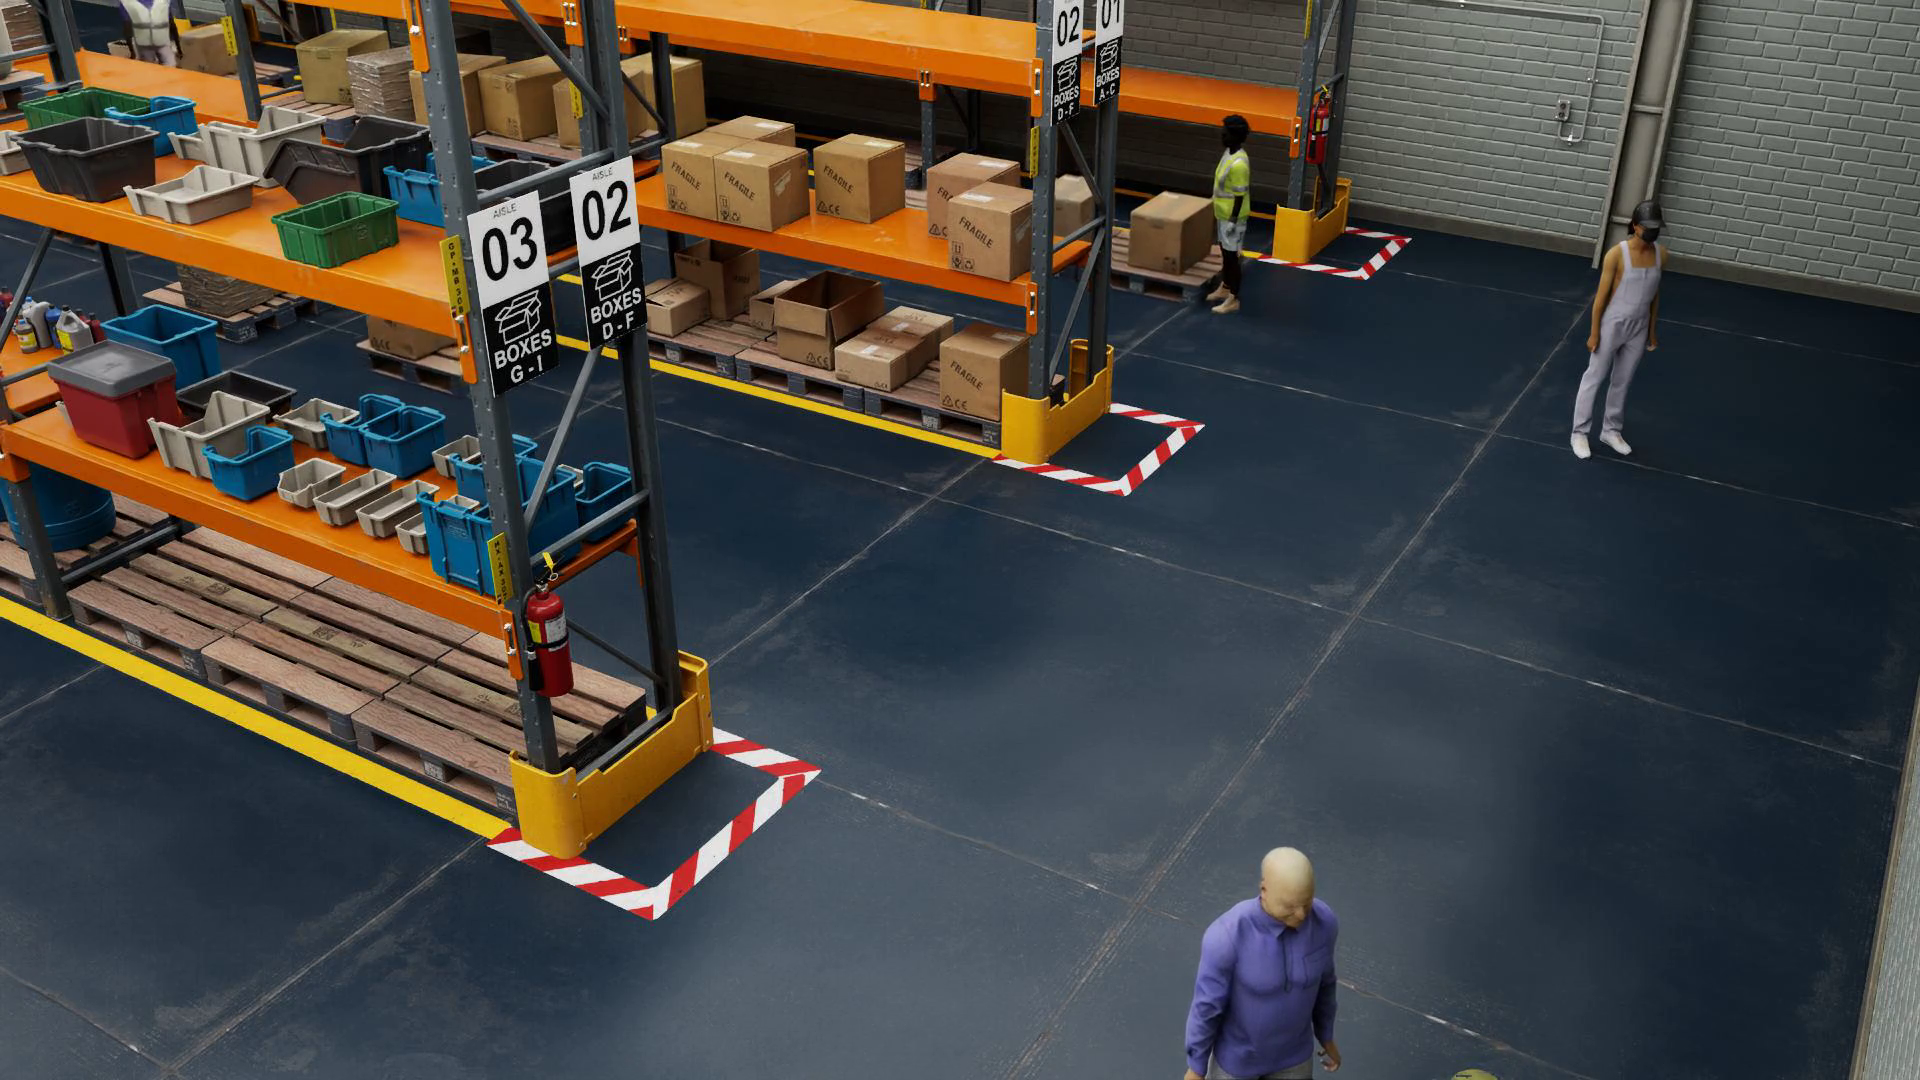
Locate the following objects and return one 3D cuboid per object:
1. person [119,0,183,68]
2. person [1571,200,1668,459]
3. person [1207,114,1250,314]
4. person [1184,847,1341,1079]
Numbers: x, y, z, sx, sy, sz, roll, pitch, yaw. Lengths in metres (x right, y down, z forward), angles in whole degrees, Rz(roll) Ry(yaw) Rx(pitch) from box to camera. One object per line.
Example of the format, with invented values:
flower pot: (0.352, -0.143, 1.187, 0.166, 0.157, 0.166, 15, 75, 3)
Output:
person: (-9.416, -5.773, 19.438, 0.586, 1.778, 0.937, -16, 33, -27)
person: (4.639, -1.461, 11.619, 0.505, 1.863, 0.372, -6, 30, -10)
person: (2.289, -2.765, 14.133, 0.327, 1.694, 0.539, -1, 29, -1)
person: (1.046, 1.790, 5.852, 0.587, 1.799, 0.395, -10, 31, -17)
